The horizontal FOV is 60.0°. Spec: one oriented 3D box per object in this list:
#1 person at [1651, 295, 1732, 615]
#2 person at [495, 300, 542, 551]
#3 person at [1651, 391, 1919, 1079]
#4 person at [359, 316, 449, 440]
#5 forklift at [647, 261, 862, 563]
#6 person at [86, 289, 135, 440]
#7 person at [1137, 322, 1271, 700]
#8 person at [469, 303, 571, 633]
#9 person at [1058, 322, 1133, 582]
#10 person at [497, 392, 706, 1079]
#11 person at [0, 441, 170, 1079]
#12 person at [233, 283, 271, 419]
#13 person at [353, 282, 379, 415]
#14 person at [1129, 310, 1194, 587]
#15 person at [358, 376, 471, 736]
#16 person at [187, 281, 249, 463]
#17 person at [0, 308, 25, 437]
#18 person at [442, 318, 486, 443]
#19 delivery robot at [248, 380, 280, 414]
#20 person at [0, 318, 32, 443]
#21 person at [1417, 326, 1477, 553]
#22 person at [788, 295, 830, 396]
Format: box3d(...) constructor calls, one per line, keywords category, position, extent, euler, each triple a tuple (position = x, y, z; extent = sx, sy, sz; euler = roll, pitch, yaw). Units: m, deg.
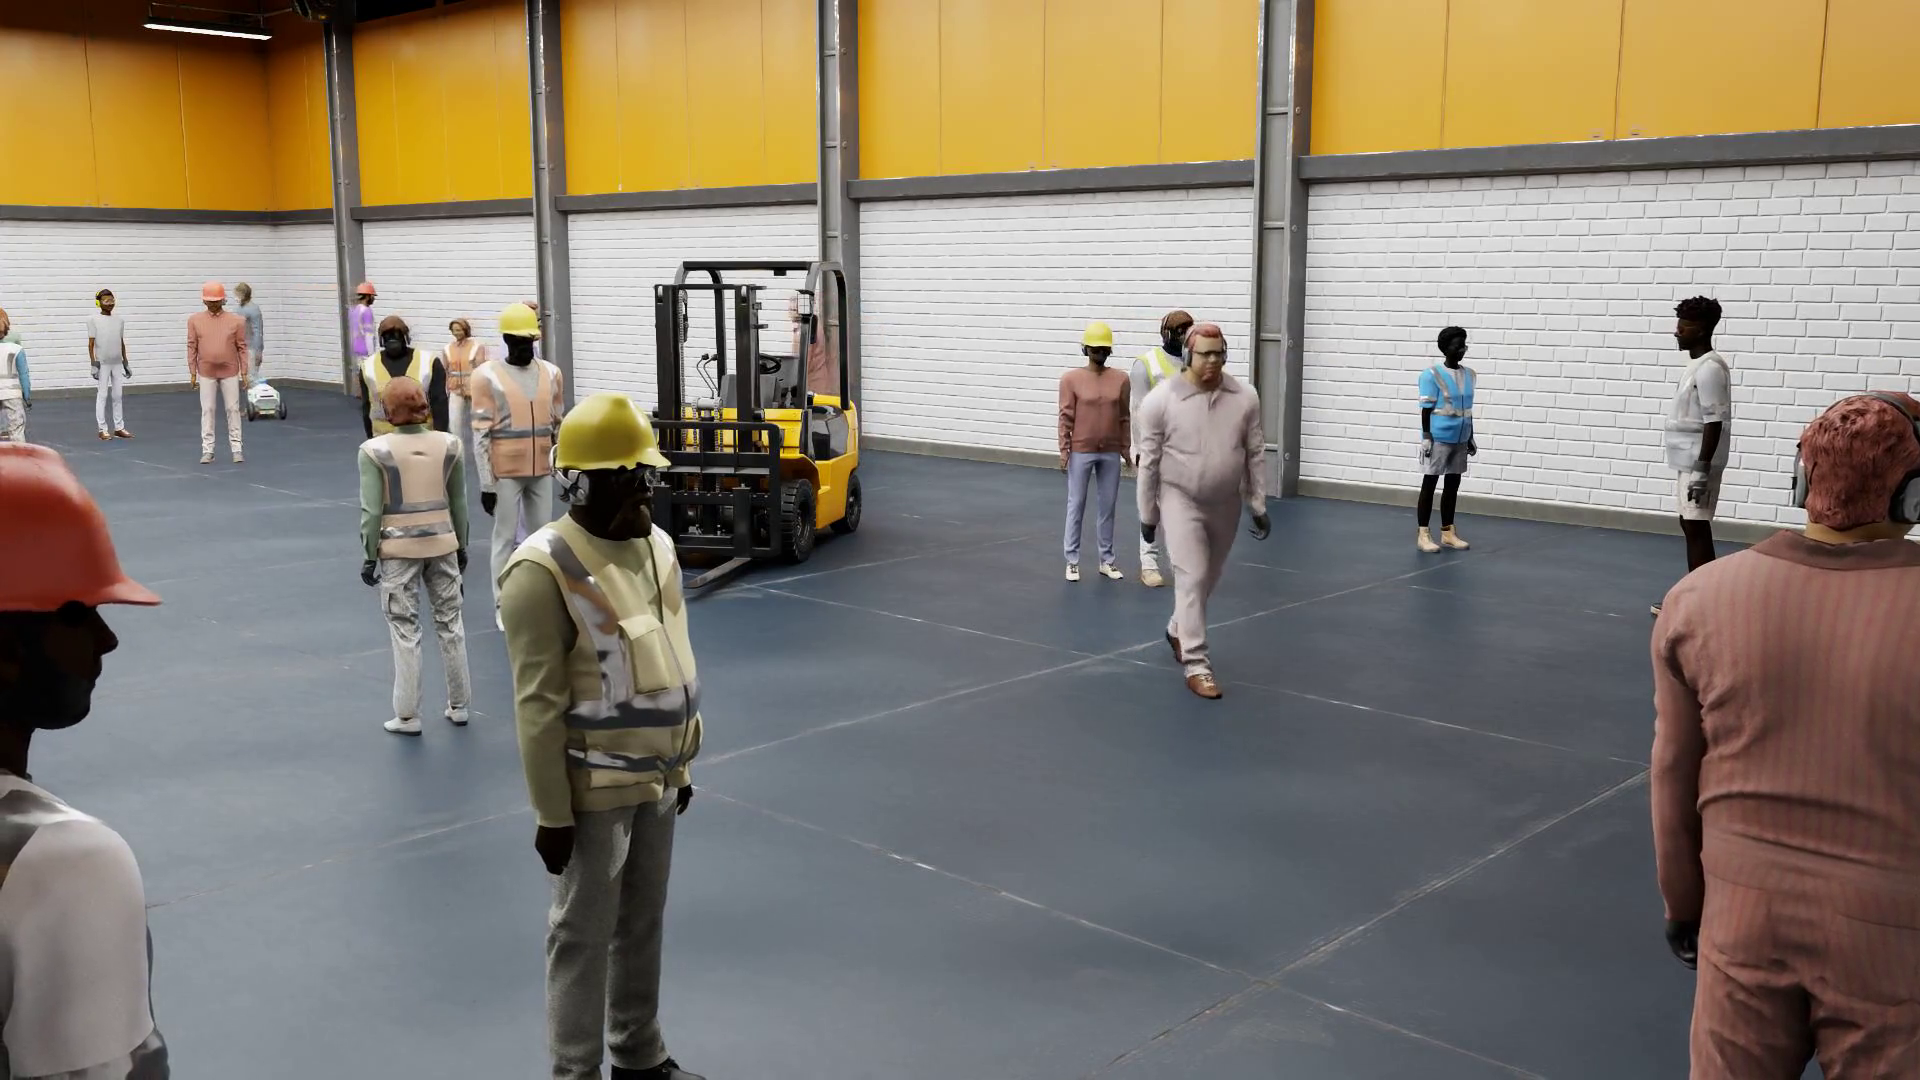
box3d(category="person", position=(4.360, -0.462, 9.871), extent=(0.362, 1.963, 0.613), euler=(3, 10, 17))
box3d(category="person", position=(-3.098, -0.754, 11.887), extent=(0.402, 1.901, 0.647), euler=(-3, 10, -16))
box3d(category="person", position=(1.581, 0.686, 3.014), extent=(0.643, 1.909, 0.410), euler=(9, 13, 44))
box3d(category="person", position=(-4.010, -0.728, 12.058), extent=(0.616, 1.802, 0.971), euler=(-2, 10, -13))
box3d(category="forklift", position=(-1.552, -1.040, 12.721), extent=(1.214, 2.155, 2.313), euler=(2, 9, 11))
box3d(category="person", position=(-10.599, -2.188, 20.746), extent=(0.329, 1.873, 0.512), euler=(5, 11, 29))
box3d(category="person", position=(1.215, -0.192, 8.548), extent=(0.633, 1.866, 0.932), euler=(-3, 10, -17))
box3d(category="person", position=(-2.564, -0.426, 9.782), extent=(0.597, 1.926, 0.374), euler=(-9, 13, -44))
box3d(category="person", position=(0.926, -0.596, 11.312), extent=(0.534, 1.766, 0.318), euler=(-3, 10, -16))
box3d(category="person", position=(-0.828, 0.559, 4.019), extent=(0.404, 1.831, 0.600), euler=(4, 10, 21))
box3d(category="person", position=(-1.048, 0.854, 1.897), extent=(0.553, 1.934, 0.364), euler=(4, 10, 26))
box3d(category="person", position=(-10.096, -2.668, 23.595), extent=(0.443, 1.917, 0.753), euler=(-8, 12, -40))
box3d(category="person", position=(-8.447, -2.718, 23.817), extent=(0.437, 1.925, 0.580), euler=(-7, 12, -37))
box3d(category="person", position=(1.445, -0.615, 11.186), extent=(0.624, 1.847, 0.429), euler=(-4, 10, -24))
box3d(category="person", position=(-2.481, 0.074, 7.596), extent=(0.518, 1.636, 0.312), euler=(-8, 12, -42))
box3d(category="person", position=(-8.107, -1.827, 18.187), extent=(0.610, 1.985, 0.392), euler=(-3, 10, -20))
box3d(category="person", position=(-12.073, -2.110, 20.993), extent=(0.279, 1.633, 0.500), euler=(4, 10, 25))
box3d(category="person", position=(-5.307, -1.600, 17.963), extent=(0.507, 1.606, 0.782), euler=(1, 9, 5))
box3d(category="delivery robot", position=(-9.803, -2.013, 23.412), extent=(0.477, 0.478, 0.707), euler=(-5, 11, -29))
box3d(category="person", position=(-9.590, -1.404, 16.657), extent=(0.523, 1.636, 0.310), euler=(-3, 10, -16))
box3d(category="person", position=(3.663, -0.756, 12.496), extent=(0.533, 1.697, 0.319), euler=(-5, 10, -27))
box3d(category="person", position=(-1.582, -1.625, 17.357), extent=(0.943, 1.853, 0.667), euler=(-1, 9, -3))
